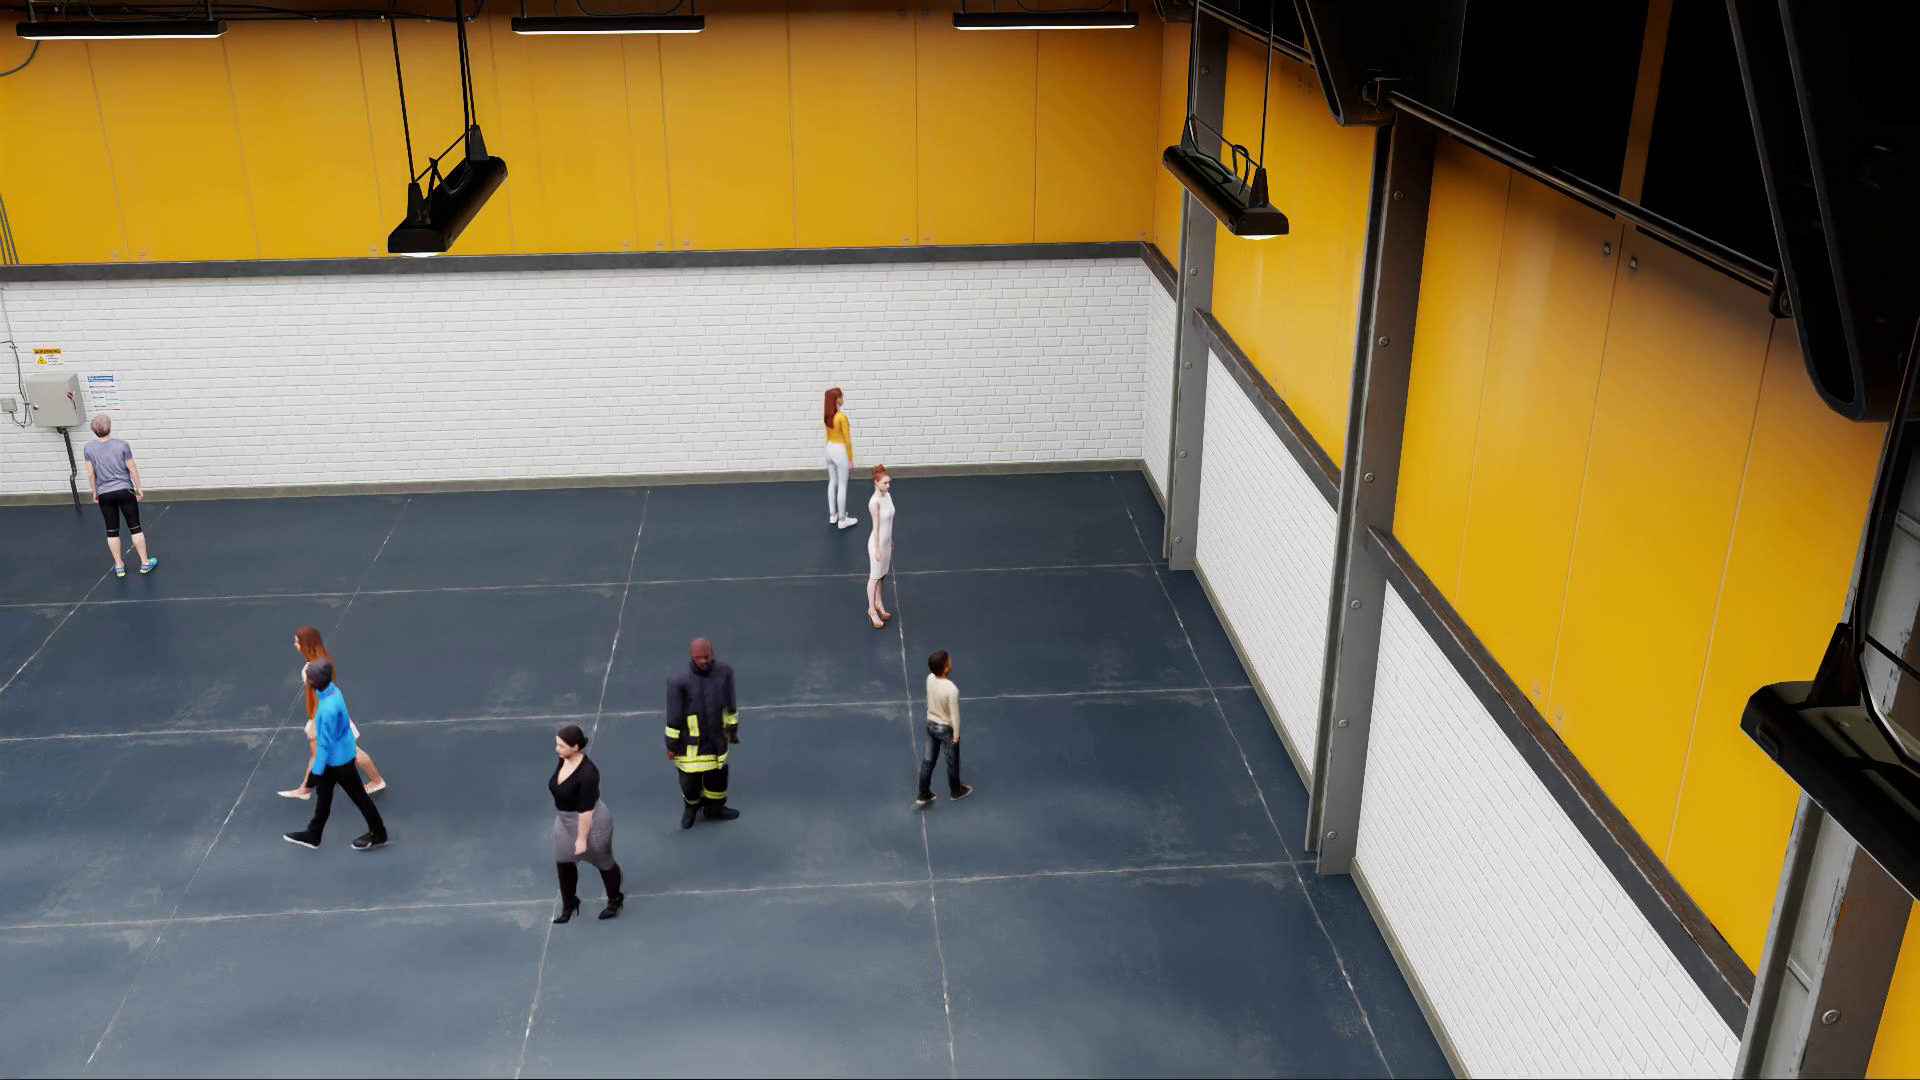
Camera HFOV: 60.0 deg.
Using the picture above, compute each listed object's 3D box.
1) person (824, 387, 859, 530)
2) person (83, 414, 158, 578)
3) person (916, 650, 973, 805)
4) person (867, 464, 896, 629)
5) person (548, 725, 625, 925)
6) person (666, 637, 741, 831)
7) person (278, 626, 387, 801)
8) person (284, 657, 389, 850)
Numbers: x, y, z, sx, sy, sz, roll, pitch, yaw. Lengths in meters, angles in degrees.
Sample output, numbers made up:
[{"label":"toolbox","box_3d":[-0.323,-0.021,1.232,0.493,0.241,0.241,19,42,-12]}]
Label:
[{"label":"person","box_3d":[-1.465,-0.992,19.961,0.763,1.750,0.690,-21,31,-39]},{"label":"person","box_3d":[-9.484,-0.514,18.696,0.713,1.887,0.631,-7,25,-15]},{"label":"person","box_3d":[-0.195,1.626,14.330,0.784,1.465,0.843,19,30,36]},{"label":"person","box_3d":[-0.840,0.056,17.505,0.702,1.798,0.572,8,25,18]},{"label":"person","box_3d":[-2.791,2.165,12.756,0.923,1.737,0.872,-21,31,-39]},{"label":"person","box_3d":[-2.191,1.594,13.968,0.928,1.813,0.942,21,31,40]},{"label":"person","box_3d":[-5.341,1.514,14.330,0.947,1.670,1.121,-11,26,-24]},{"label":"person","box_3d":[-4.987,1.779,13.609,0.870,1.762,1.040,-9,25,-20]}]
